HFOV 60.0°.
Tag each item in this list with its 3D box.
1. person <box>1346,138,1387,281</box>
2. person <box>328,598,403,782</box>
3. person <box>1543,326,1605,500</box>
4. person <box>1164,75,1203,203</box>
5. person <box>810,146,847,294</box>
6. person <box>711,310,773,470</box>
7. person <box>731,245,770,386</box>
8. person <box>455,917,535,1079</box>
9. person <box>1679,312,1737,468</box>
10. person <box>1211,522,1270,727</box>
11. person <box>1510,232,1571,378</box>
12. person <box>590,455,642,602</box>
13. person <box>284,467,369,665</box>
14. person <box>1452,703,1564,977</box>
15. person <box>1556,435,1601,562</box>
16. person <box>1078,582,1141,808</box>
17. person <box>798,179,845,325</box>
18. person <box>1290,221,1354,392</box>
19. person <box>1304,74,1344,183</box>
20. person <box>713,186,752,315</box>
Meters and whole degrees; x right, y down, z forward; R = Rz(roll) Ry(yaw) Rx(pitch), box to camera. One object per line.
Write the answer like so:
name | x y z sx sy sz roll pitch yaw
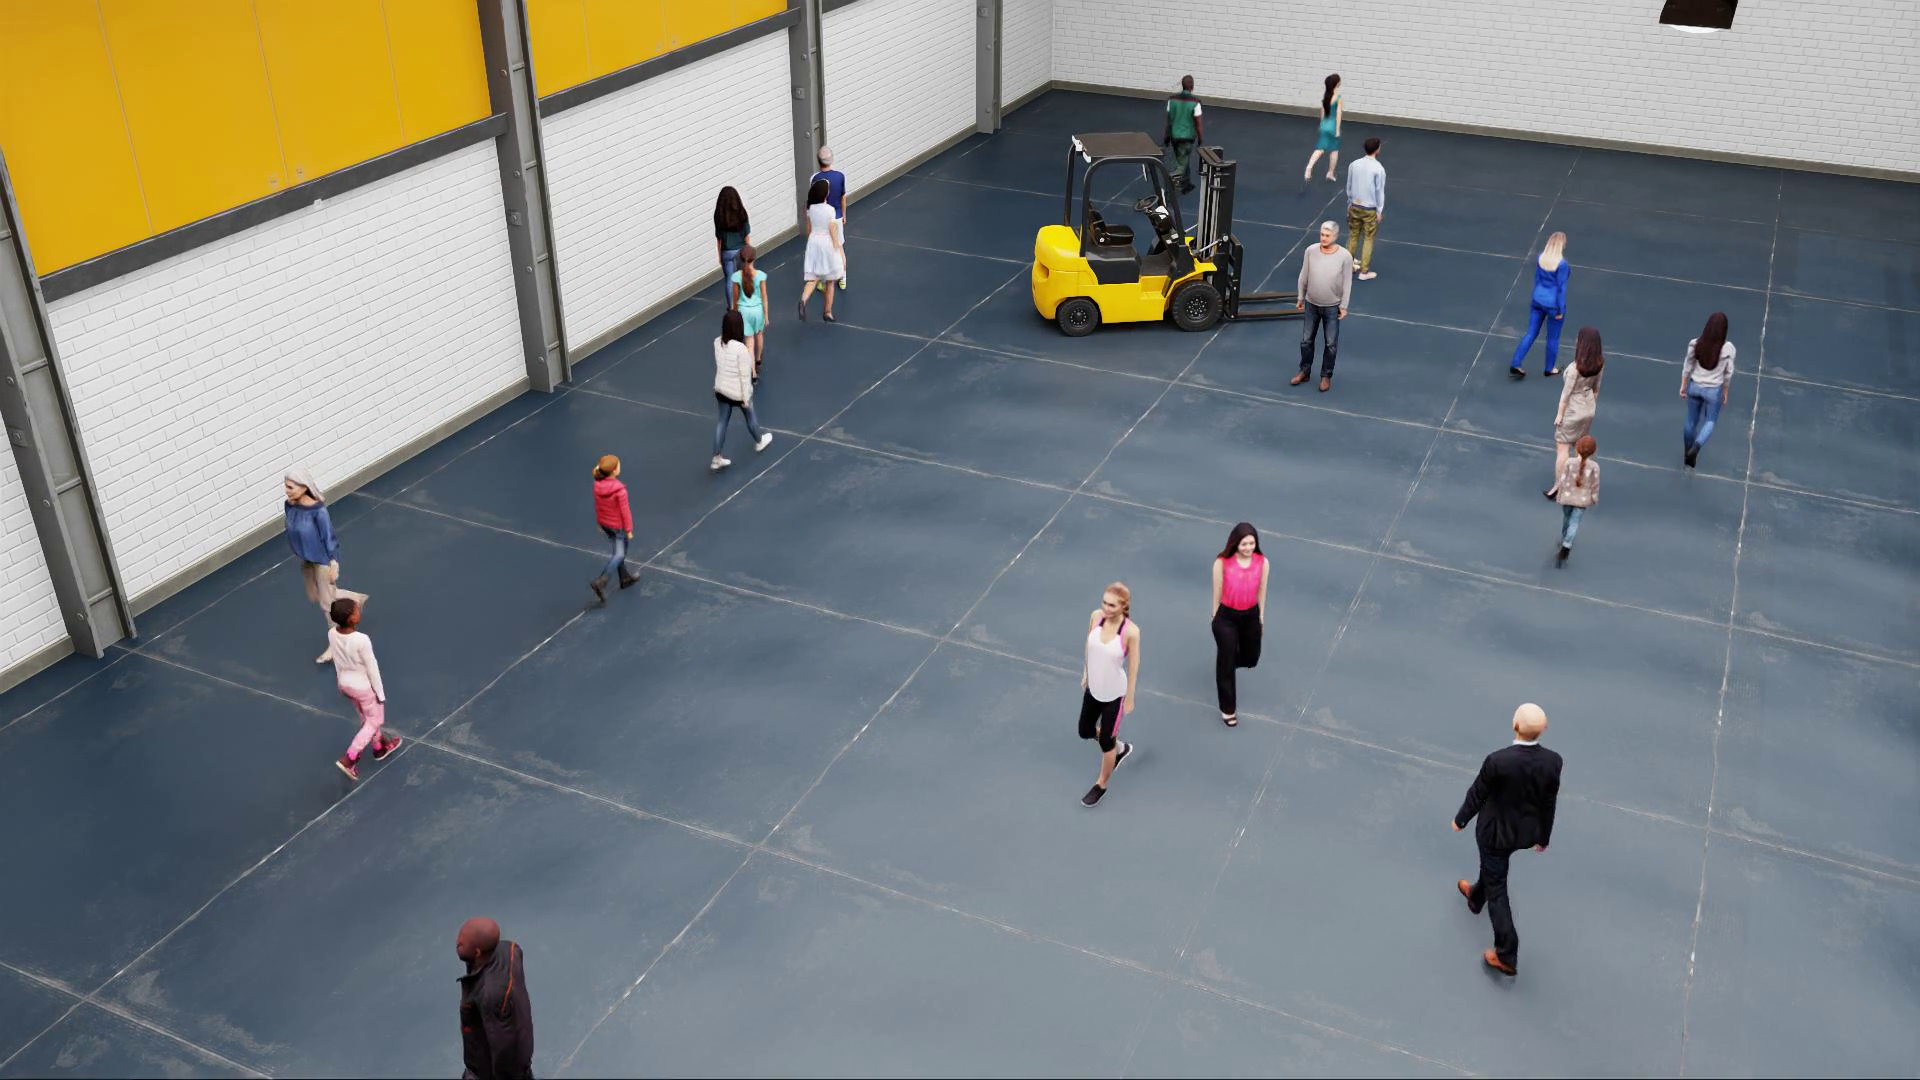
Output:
person | 5.194 -4.228 21.361 0.707 1.742 0.752 -24 37 -37
person | -4.368 1.070 11.976 0.563 1.428 0.874 14 31 23
person | 5.859 -1.193 15.796 0.634 1.743 0.725 -15 32 -25
person | 3.200 -5.773 24.137 0.858 1.794 1.269 19 34 31
person | -1.658 -4.035 20.907 0.668 1.837 0.776 -16 33 -27
person | -2.291 -1.450 16.422 0.676 1.593 1.102 16 32 27
person | -2.312 -2.462 18.355 0.911 1.519 1.111 -3 29 -5
person | -2.291 2.664 8.654 0.899 1.811 0.809 -1 29 -2
person | 7.331 -1.437 16.374 0.684 1.618 0.867 17 33 28
person | 2.077 0.586 12.637 0.856 1.645 0.963 -5 29 -9
person | 6.430 -2.574 18.381 1.023 1.692 0.926 -15 32 -25
person | -3.010 -0.095 14.244 0.612 1.301 0.860 19 34 31
person | -5.088 0.148 13.402 0.667 1.681 0.927 16 32 26
person | 3.374 1.847 10.201 1.120 1.763 1.250 -6 29 -11
person | 5.496 -0.361 14.863 0.540 1.176 0.837 16 32 26
person | 1.089 1.032 11.677 0.886 1.780 0.780 -25 38 -38
person | -1.674 -3.340 19.678 0.714 1.795 1.008 15 32 25
person | 3.973 -2.582 18.174 0.759 1.905 0.648 16 32 27
person | 5.478 -6.122 24.918 1.033 1.661 0.808 -22 35 -34
person | -2.739 -3.493 20.144 0.711 1.616 0.756 -5 29 -10
